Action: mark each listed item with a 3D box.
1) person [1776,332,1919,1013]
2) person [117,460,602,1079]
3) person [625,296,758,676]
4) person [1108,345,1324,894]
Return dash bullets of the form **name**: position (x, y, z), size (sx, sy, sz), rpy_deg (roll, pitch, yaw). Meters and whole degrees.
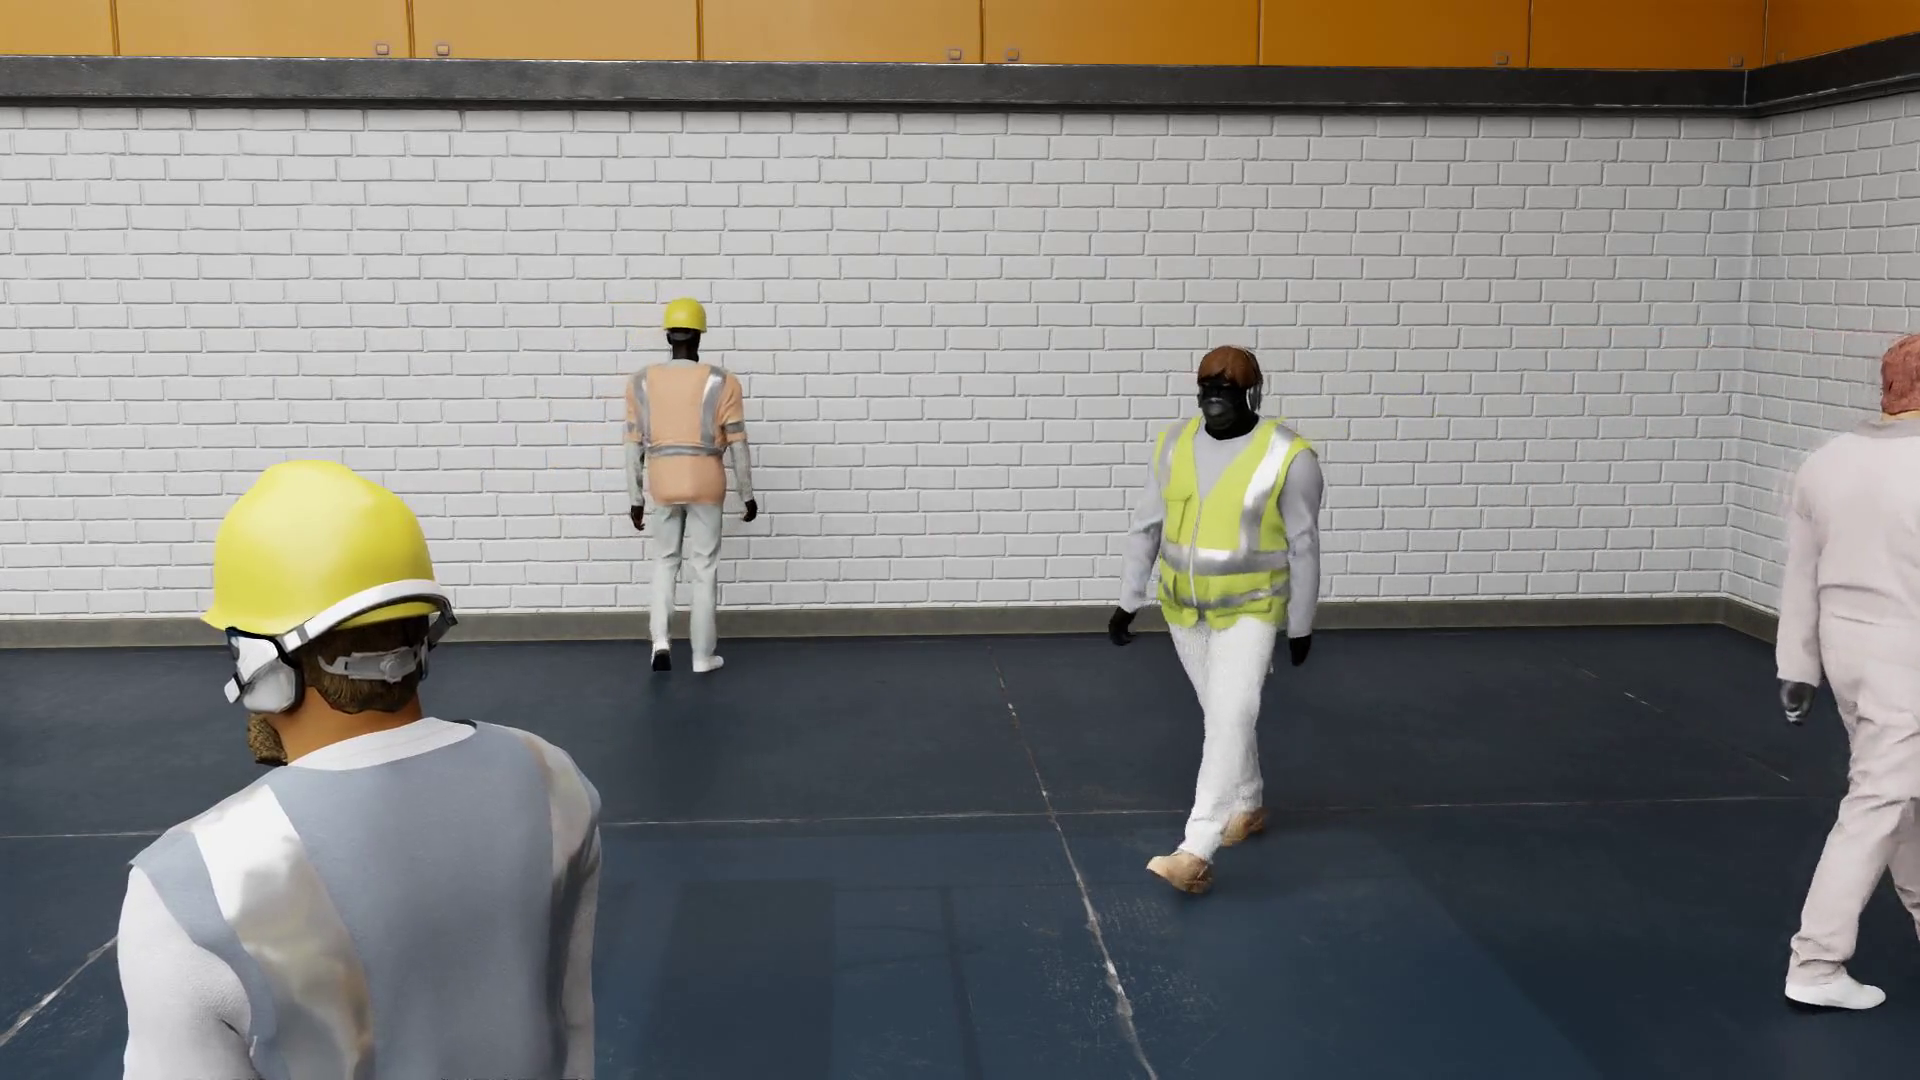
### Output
- **person**: position (2.695, 0.369, 4.598), size (0.943, 1.863, 0.651), rpy_deg (-2, 9, -13)
- **person**: position (-0.659, 0.821, 1.886), size (0.403, 1.826, 0.591), rpy_deg (5, 11, 30)
- **person**: position (-1.351, -0.254, 8.335), size (0.615, 1.918, 0.410), rpy_deg (1, 9, 9)
- **person**: position (0.850, 0.244, 5.628), size (0.638, 1.787, 0.979), rpy_deg (7, 12, 39)
